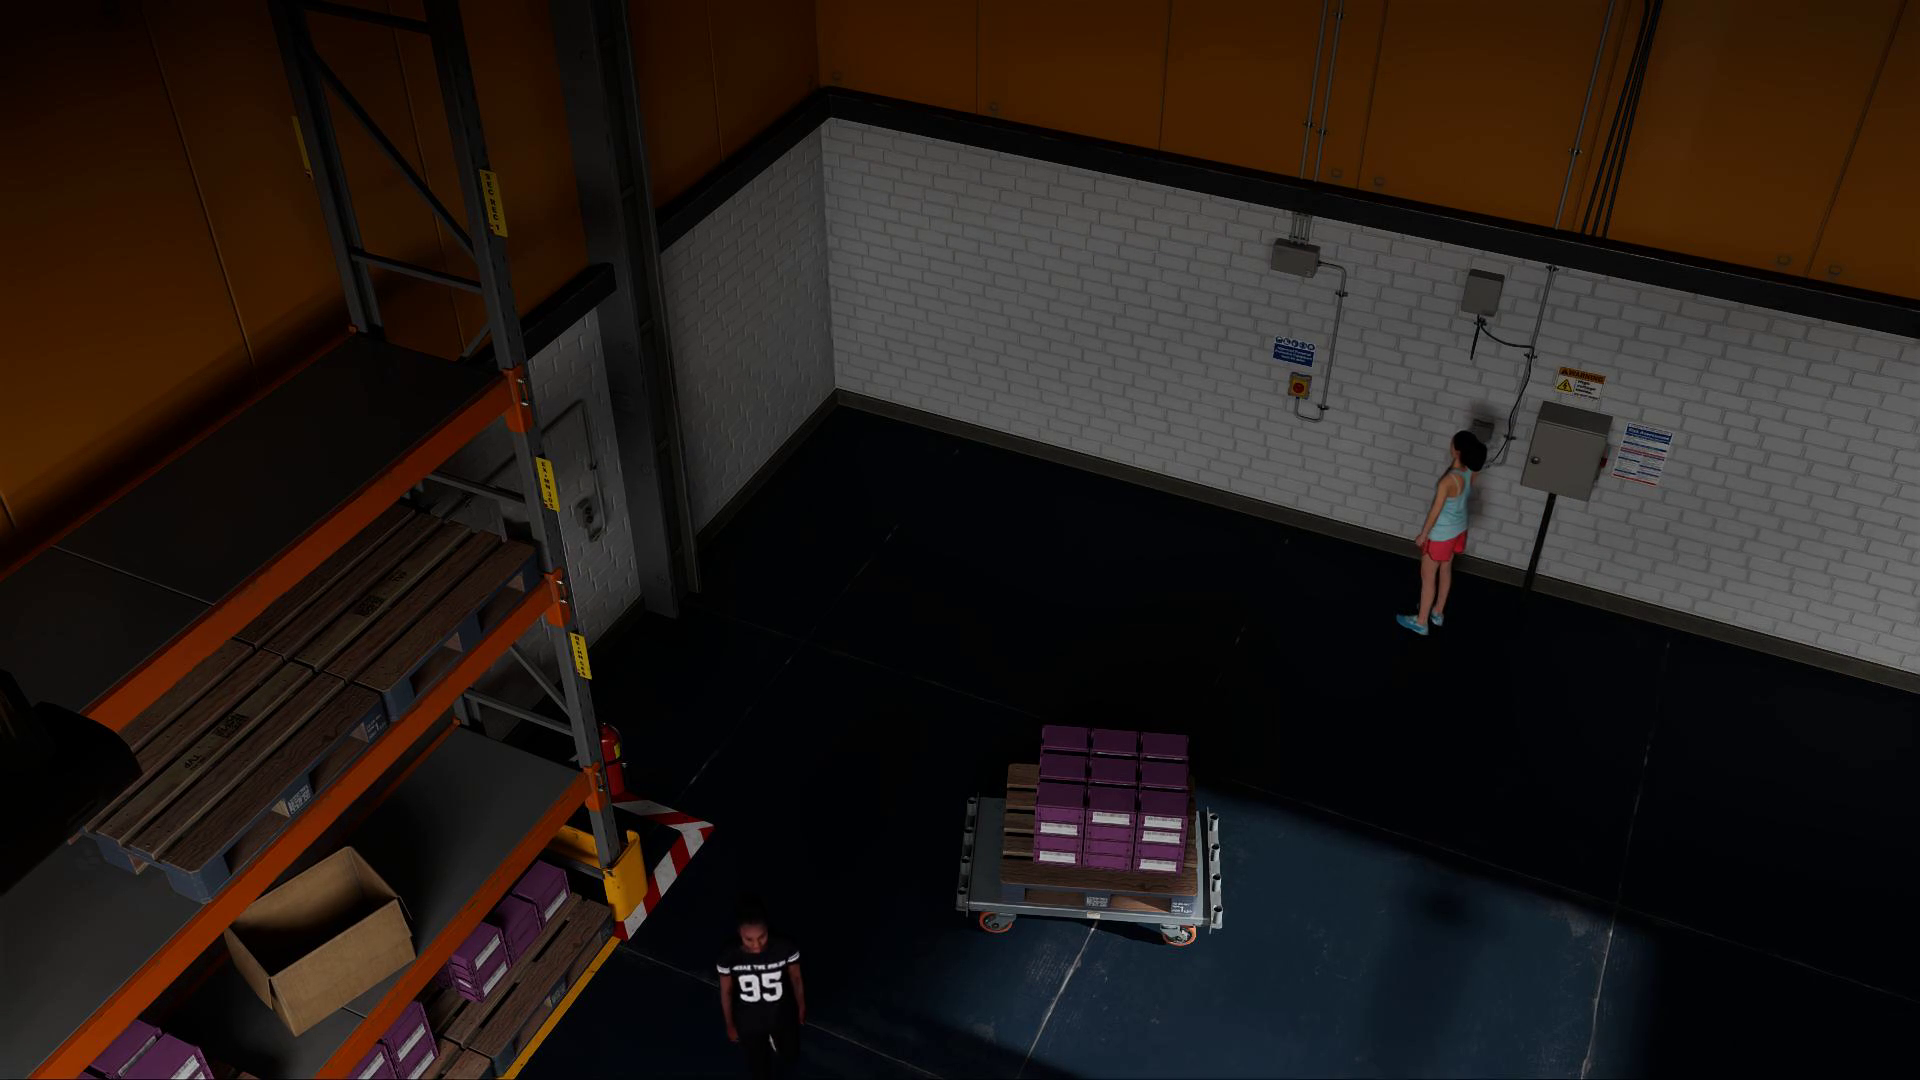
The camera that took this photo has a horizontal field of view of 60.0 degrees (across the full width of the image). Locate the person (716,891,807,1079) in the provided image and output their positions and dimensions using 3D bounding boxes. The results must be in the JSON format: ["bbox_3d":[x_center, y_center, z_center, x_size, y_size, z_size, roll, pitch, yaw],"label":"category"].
[{"bbox_3d":[-1.086,2.532,9.148,0.920,1.714,1.029,-7,39,-9],"label":"person"}]

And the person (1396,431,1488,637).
[{"bbox_3d":[3.611,-0.063,12.357,0.614,1.765,0.709,-29,47,-31],"label":"person"}]
